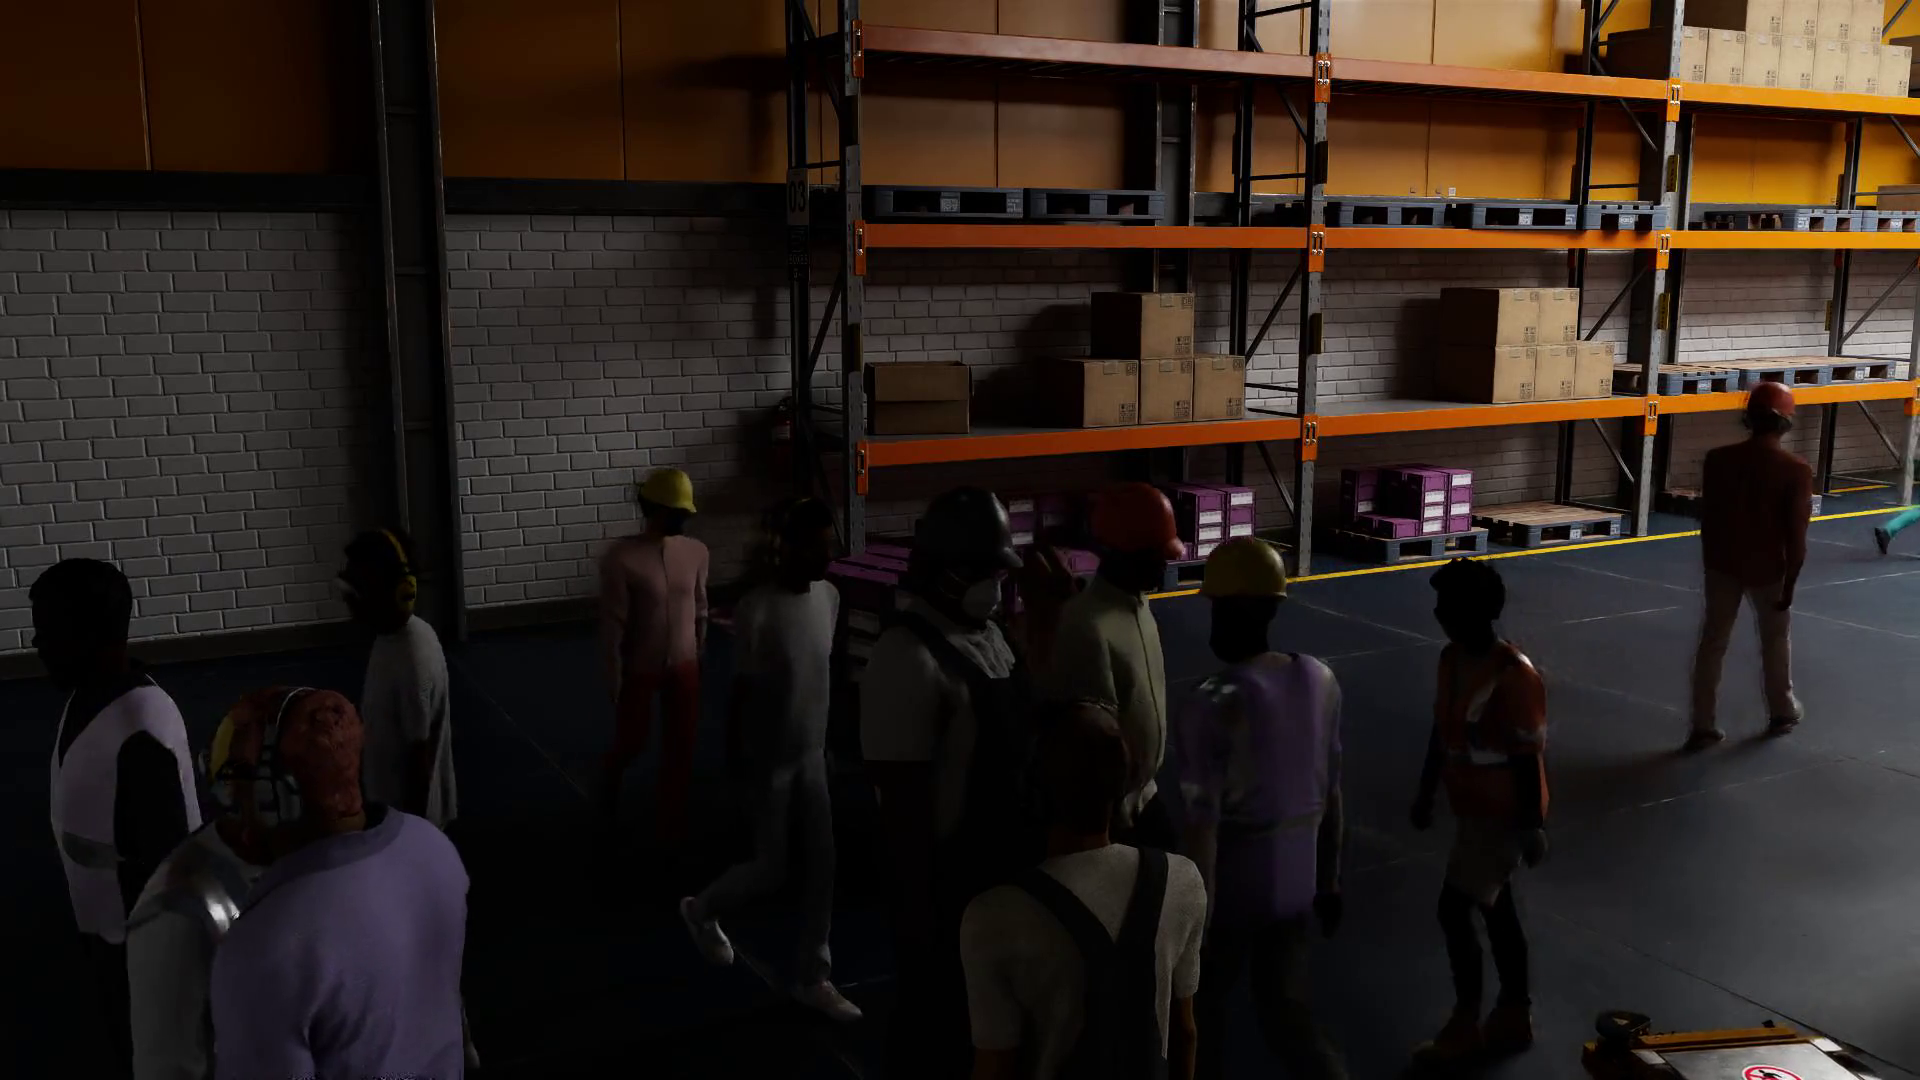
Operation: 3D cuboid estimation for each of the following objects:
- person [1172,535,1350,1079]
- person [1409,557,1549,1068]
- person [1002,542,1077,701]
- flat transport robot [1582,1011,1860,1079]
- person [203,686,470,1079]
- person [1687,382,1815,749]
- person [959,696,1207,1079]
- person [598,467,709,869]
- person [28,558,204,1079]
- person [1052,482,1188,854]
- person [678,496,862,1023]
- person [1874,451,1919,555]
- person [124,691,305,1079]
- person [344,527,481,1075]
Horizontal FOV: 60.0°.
[{"bbox_3d":[0.844,0.941,4.484,0.604,1.893,0.826,-6,12,-32],"label":"person"},{"bbox_3d":[1.654,0.882,5.425,0.607,1.661,0.547,-1,10,-6],"label":"person"},{"bbox_3d":[0.420,0.783,6.186,0.542,1.599,0.805,7,12,34],"label":"person"},{"bbox_3d":[2.417,1.712,4.679,0.652,0.197,1.431,-1,10,-8],"label":"flat transport robot"},{"bbox_3d":[-1.129,1.189,3.026,0.396,1.899,0.654,2,10,11],"label":"person"},{"bbox_3d":[4.295,0.127,8.967,0.990,1.950,0.630,-9,13,-41],"label":"person"},{"bbox_3d":[0.215,1.190,3.157,0.508,1.847,0.344,-5,11,-29],"label":"person"},{"bbox_3d":[-1.368,0.525,7.303,0.521,1.736,0.719,-8,12,-38],"label":"person"},{"bbox_3d":[-2.057,0.981,4.161,0.393,1.915,0.588,-8,12,-37],"label":"person"},{"bbox_3d":[0.501,0.795,5.107,0.491,1.962,0.610,5,11,28],"label":"person"},{"bbox_3d":[-0.673,0.741,5.791,0.730,1.834,0.559,8,12,37],"label":"person"},{"bbox_3d":[8.196,-0.659,14.114,0.673,1.744,0.539,2,10,10],"label":"person"},{"bbox_3d":[-1.576,1.174,3.490,0.793,1.781,0.609,2,10,12],"label":"person"},{"bbox_3d":[-1.716,0.864,5.065,0.397,1.858,0.551,-4,11,-21],"label":"person"}]
